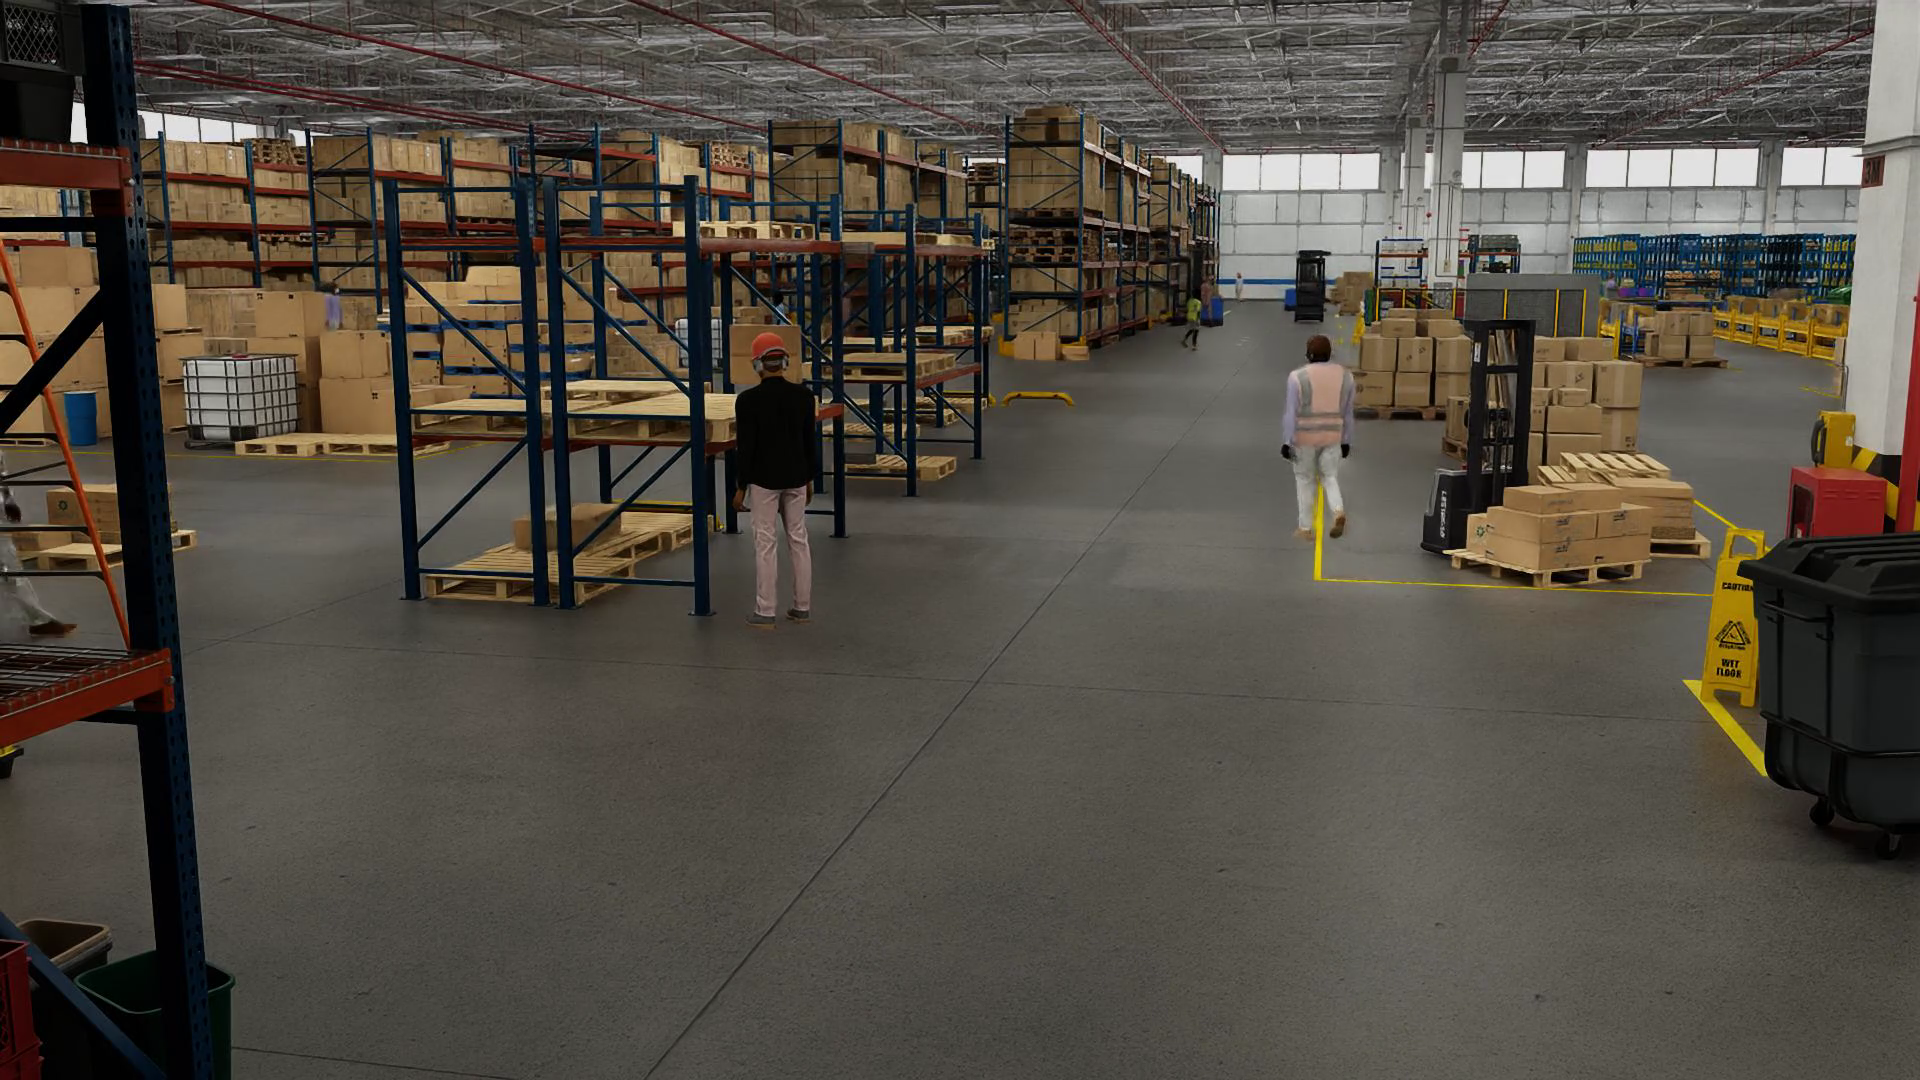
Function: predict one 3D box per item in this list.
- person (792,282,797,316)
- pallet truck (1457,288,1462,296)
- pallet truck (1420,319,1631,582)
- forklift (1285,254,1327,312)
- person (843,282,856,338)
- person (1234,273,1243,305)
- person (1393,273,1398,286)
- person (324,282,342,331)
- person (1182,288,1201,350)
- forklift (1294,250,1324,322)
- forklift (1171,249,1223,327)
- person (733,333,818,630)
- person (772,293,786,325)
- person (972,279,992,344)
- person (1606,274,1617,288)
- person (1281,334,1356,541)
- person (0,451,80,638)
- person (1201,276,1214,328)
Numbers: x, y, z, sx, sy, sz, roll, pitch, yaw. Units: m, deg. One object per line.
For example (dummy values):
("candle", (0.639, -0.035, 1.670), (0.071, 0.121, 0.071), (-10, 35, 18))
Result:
("person", (-6.523, -9.248, 64.789), (0.844, 1.591, 0.504), (2, 10, 13))
("pallet truck", (20.506, -9.785, 68.819), (0.653, 1.274, 1.630), (2, 10, 12))
("pallet truck", (4.543, -0.757, 13.299), (0.823, 1.965, 1.885), (-4, 10, -22))
("forklift", (16.152, -12.037, 77.484), (1.873, 2.768, 1.129), (3, 10, 15))
("person", (-2.825, -5.558, 42.050), (0.784, 1.881, 0.673), (-8, 13, -40))
("person", (15.254, -13.747, 90.978), (0.569, 1.737, 0.367), (-7, 12, -34))
("person", (23.070, -13.272, 88.192), (0.485, 1.734, 0.346), (-7, 12, -37))
("person", (-16.085, -5.627, 42.462), (0.886, 1.908, 0.652), (1, 10, 8))
("person", (6.357, -6.025, 45.386), (0.391, 1.686, 0.567), (-7, 12, -34))
("forklift", (13.778, -10.002, 65.433), (1.129, 2.768, 1.873), (2, 10, 12))
("forklift", (8.678, -9.197, 60.670), (1.873, 2.768, 1.129), (1, 10, 8))
("person", (-1.246, -0.391, 11.165), (0.611, 1.985, 0.393), (-7, 12, -35))
("person", (-4.227, -4.922, 38.846), (0.318, 1.700, 0.535), (0, 10, 1))
("person", (0.639, -6.608, 48.185), (0.572, 1.905, 0.782), (1, 10, 5))
("person", (28.523, -10.729, 72.844), (0.593, 1.828, 0.439), (-6, 11, -31))
("person", (3.130, -0.879, 14.524), (0.637, 1.826, 0.524), (-2, 10, -11))
("person", (-6.374, -0.239, 10.770), (1.037, 1.831, 0.593), (-2, 10, -13))
("person", (8.900, -8.641, 60.291), (0.606, 1.888, 0.656), (-4, 10, -24))
